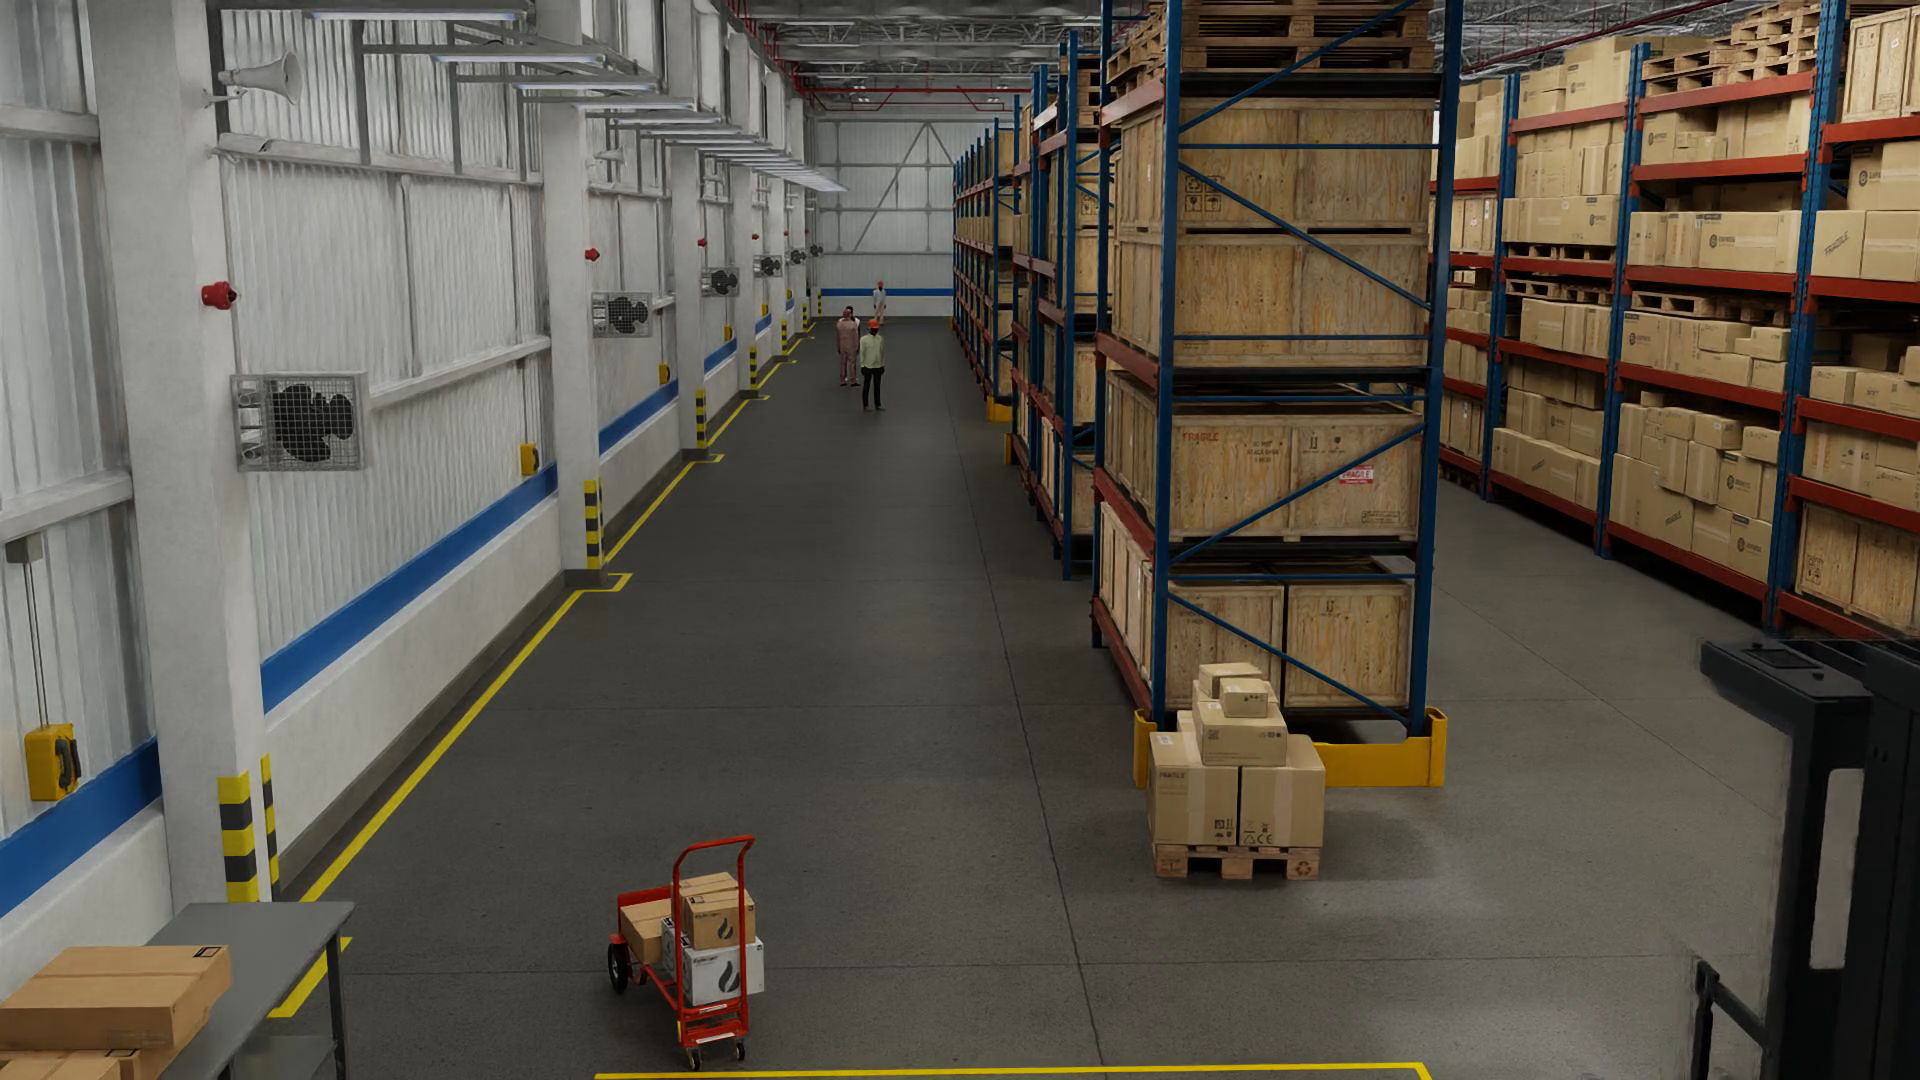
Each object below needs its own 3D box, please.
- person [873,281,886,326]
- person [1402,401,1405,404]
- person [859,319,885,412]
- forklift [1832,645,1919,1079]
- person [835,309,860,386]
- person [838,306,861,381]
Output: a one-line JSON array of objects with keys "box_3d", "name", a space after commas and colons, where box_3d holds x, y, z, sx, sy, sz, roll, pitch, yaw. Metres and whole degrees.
[{"box_3d": [-3.094, -9.125, 64.287, 0.564, 1.744, 0.353, -8, 13, -34], "name": "person"}, {"box_3d": [10.089, -3.847, 36.562, 0.663, 1.856, 1.006, -1, 11, -5], "name": "person"}, {"box_3d": [-1.869, -3.738, 35.634, 0.619, 1.985, 0.406, -8, 13, -35], "name": "person"}, {"box_3d": [3.145, 1.697, 5.020, 1.129, 2.768, 1.873, 0, 11, -2], "name": "forklift"}, {"box_3d": [-2.752, -4.747, 41.078, 0.642, 1.913, 0.408, 5, 12, 25], "name": "person"}, {"box_3d": [-2.826, -5.019, 42.492, 0.589, 1.913, 0.398, -4, 12, -20], "name": "person"}]
